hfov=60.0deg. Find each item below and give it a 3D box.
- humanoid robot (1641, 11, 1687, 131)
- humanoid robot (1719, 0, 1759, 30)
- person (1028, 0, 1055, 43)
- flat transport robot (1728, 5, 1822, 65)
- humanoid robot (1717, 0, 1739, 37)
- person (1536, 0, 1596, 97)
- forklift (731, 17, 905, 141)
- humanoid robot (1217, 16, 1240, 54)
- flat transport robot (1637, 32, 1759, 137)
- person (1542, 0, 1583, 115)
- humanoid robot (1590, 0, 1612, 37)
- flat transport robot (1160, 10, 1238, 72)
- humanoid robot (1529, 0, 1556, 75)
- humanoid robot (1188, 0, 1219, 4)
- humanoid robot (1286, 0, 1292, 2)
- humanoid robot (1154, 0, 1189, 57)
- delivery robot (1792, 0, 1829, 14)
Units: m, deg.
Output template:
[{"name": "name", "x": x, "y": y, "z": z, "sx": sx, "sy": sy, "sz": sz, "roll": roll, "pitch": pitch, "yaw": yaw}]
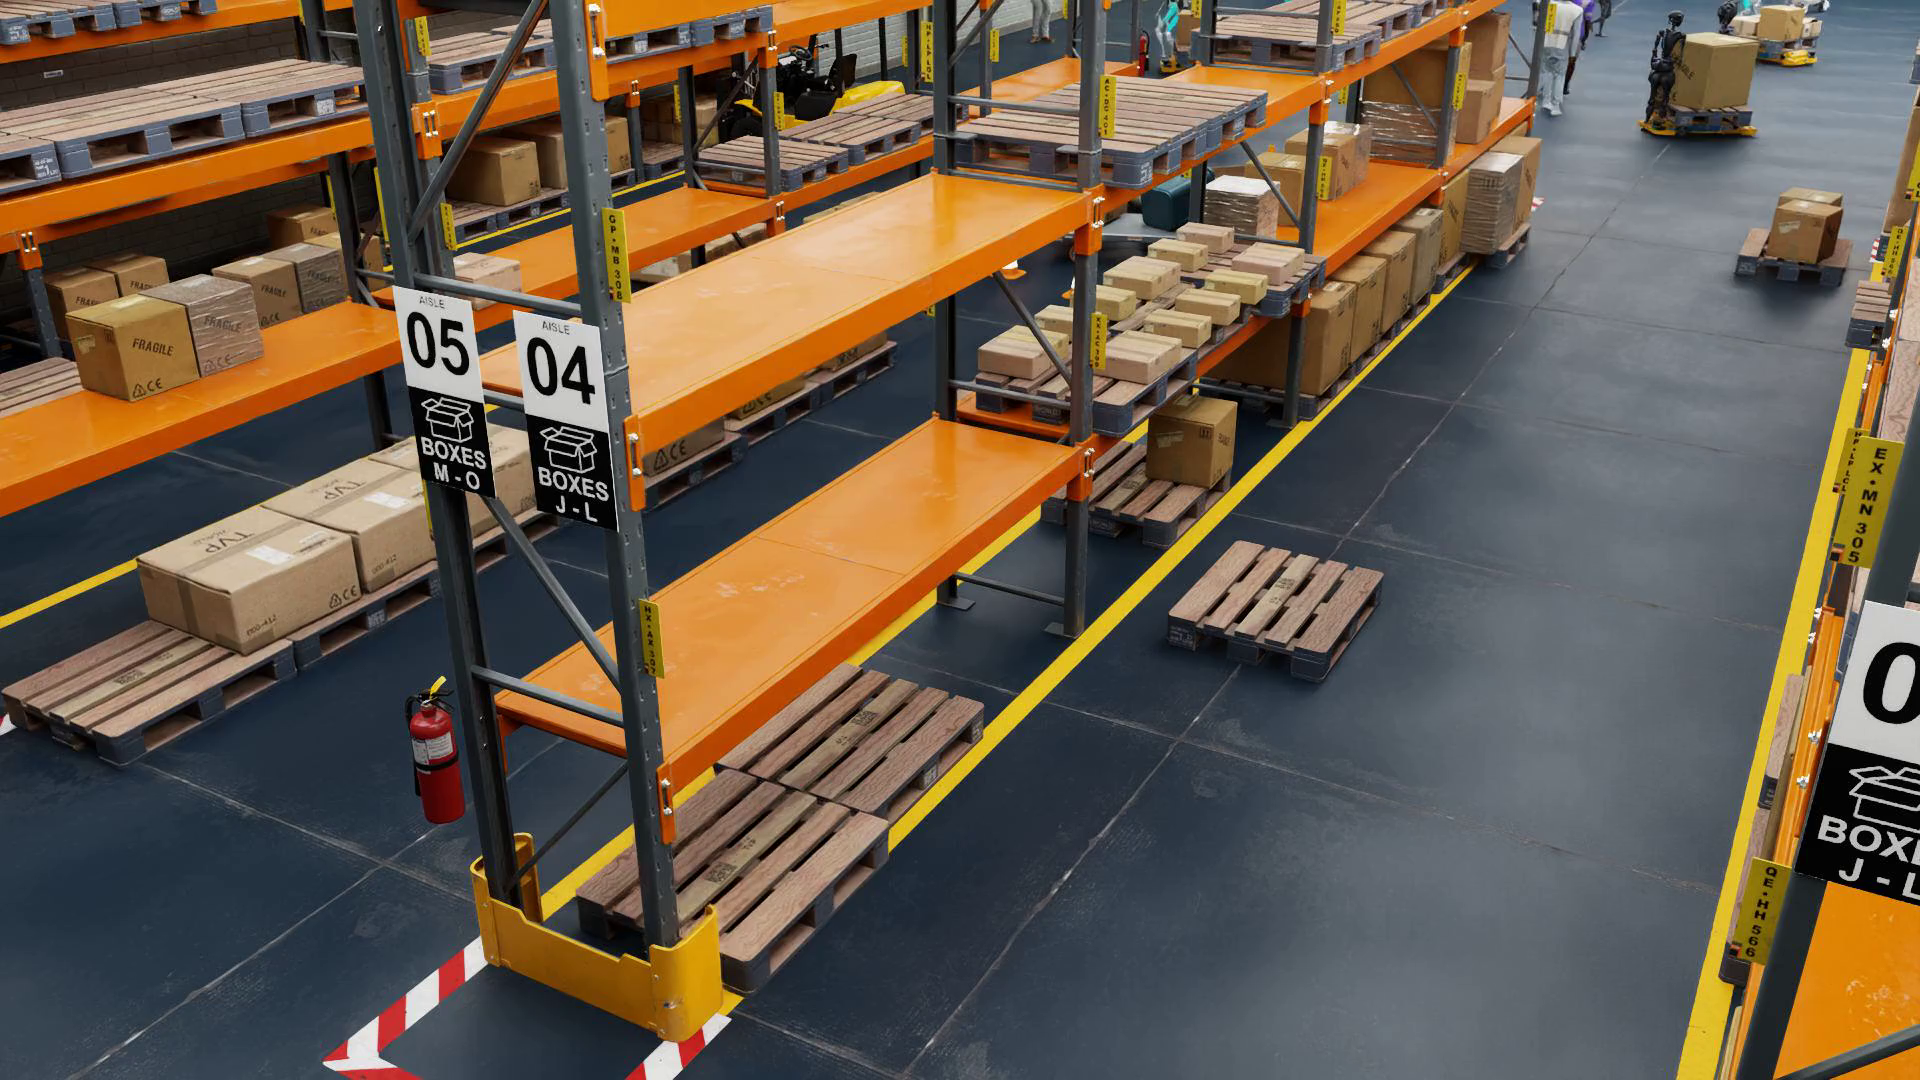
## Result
[{"name": "humanoid robot", "x": 9.910, "y": -6.582, "z": 23.378, "sx": 0.315, "sy": 1.657, "sz": 0.599, "roll": -12, "pitch": 28, "yaw": -23}, {"name": "humanoid robot", "x": 15.011, "y": -10.512, "z": 31.505, "sx": 0.954, "sy": 1.783, "sz": 0.548, "roll": 4, "pitch": 26, "yaw": 8}, {"name": "person", "x": 1.466, "y": -10.033, "z": 30.291, "sx": 0.661, "sy": 1.917, "sz": 0.460, "roll": -13, "pitch": 29, "yaw": -25}, {"name": "flat transport robot", "x": 14.121, "y": -8.491, "z": 28.985, "sx": 0.659, "sy": 0.231, "sz": 1.431, "roll": -16, "pitch": 30, "yaw": -30}, {"name": "humanoid robot", "x": 12.040, "y": -7.891, "z": 26.172, "sx": 0.762, "sy": 1.639, "sz": 0.600, "roll": 11, "pitch": 28, "yaw": 21}, {"name": "person", "x": 9.369, "y": -7.766, "z": 25.588, "sx": 0.609, "sy": 1.921, "sz": 0.671, "roll": 12, "pitch": 28, "yaw": 24}, {"name": "forklift", "x": -1.819, "y": -5.975, "z": 21.543, "sx": 2.313, "sy": 2.155, "sz": 1.214, "roll": 14, "pitch": 29, "yaw": 26}, {"name": "humanoid robot", "x": 3.596, "y": -6.443, "z": 23.144, "sx": 0.612, "sy": 1.624, "sz": 0.758, "roll": 17, "pitch": 30, "yaw": 31}, {"name": "flat transport robot", "x": 10.458, "y": -5.894, "z": 23.589, "sx": 1.431, "sy": 0.231, "sz": 0.659, "roll": 0, "pitch": 26, "yaw": 0}, {"name": "person", "x": 8.822, "y": -7.266, "z": 24.602, "sx": 0.616, "sy": 1.875, "sz": 0.505, "roll": 17, "pitch": 31, "yaw": 32}, {"name": "humanoid robot", "x": 12.040, "y": -10.288, "z": 31.096, "sx": 0.606, "sy": 1.636, "sz": 0.483, "roll": -20, "pitch": 32, "yaw": -35}, {"name": "flat transport robot", "x": 4.095, "y": -8.008, "z": 27.981, "sx": 1.431, "sy": 0.231, "sz": 0.659, "roll": 2, "pitch": 26, "yaw": 3}, {"name": "humanoid robot", "x": 9.709, "y": -8.469, "z": 27.258, "sx": 0.532, "sy": 1.779, "sz": 0.811, "roll": -14, "pitch": 29, "yaw": -27}, {"name": "humanoid robot", "x": 5.157, "y": -11.895, "z": 34.342, "sx": 1.009, "sy": 1.707, "sz": 0.533, "roll": -2, "pitch": 26, "yaw": -4}, {"name": "humanoid robot", "x": 6.404, "y": -10.471, "z": 31.398, "sx": 0.534, "sy": 1.765, "sz": 0.702, "roll": -18, "pitch": 31, "yaw": -33}, {"name": "humanoid robot", "x": 3.645, "y": -9.270, "z": 28.961, "sx": 0.745, "sy": 1.815, "sz": 0.530, "roll": -14, "pitch": 29, "yaw": -27}, {"name": "delivery robot", "x": 17.378, "y": -11.084, "z": 34.027, "sx": 0.757, "sy": 0.580, "sz": 0.499, "roll": -16, "pitch": 30, "yaw": -29}]
